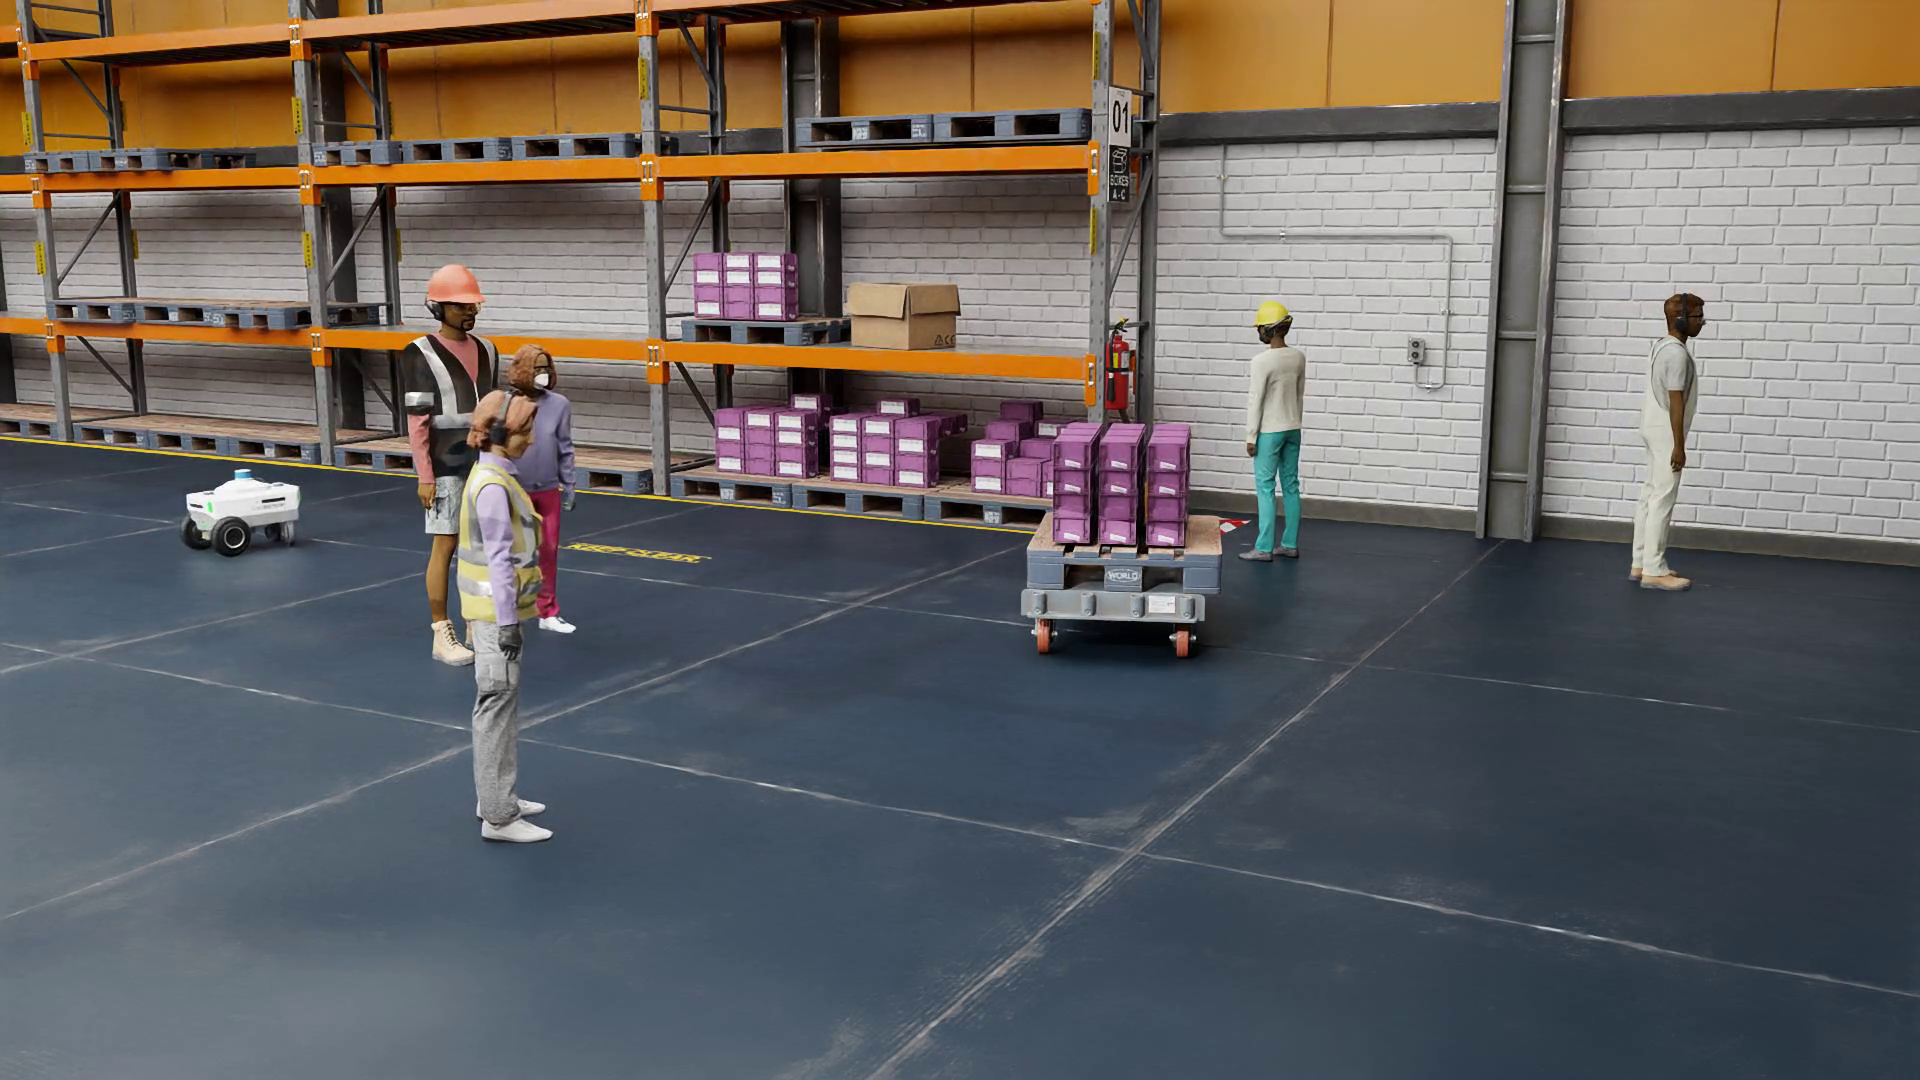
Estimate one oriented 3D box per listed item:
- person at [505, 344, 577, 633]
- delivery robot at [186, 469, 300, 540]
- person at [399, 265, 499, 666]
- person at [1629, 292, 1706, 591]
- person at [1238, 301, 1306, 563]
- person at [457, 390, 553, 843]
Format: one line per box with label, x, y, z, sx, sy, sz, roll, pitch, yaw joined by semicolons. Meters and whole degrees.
person;-2.325;-0.256;9.044;0.510;1.623;0.325;-9;14;-41
delivery robot;-5.021;-0.252;11.675;0.477;0.478;0.707;8;13;37
person;-2.563;-0.387;8.588;0.376;2.044;0.607;5;12;27
person;4.425;-0.617;10.391;0.328;1.844;0.513;2;10;9
person;2.112;-0.726;11.236;0.524;1.761;0.338;-8;13;-38
person;-1.665;0.275;6.064;0.313;1.639;0.518;-3;11;-16
